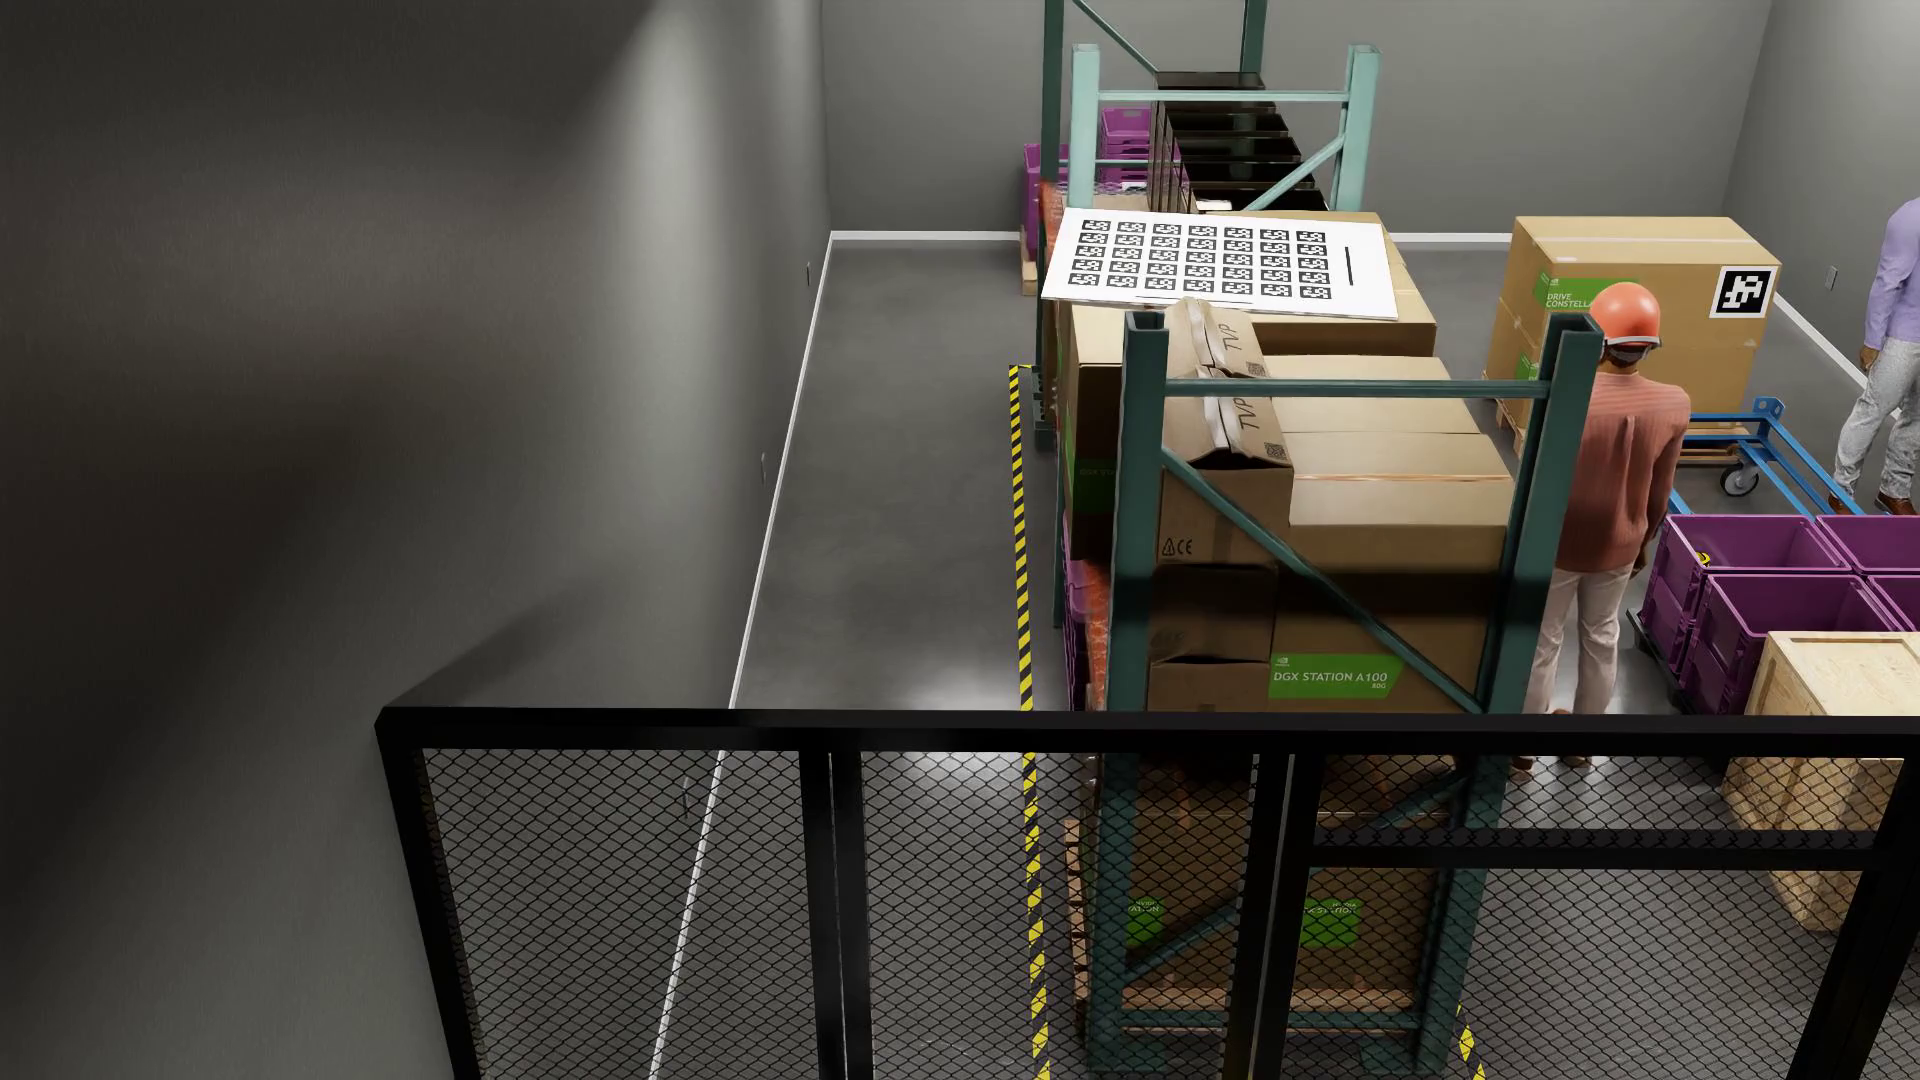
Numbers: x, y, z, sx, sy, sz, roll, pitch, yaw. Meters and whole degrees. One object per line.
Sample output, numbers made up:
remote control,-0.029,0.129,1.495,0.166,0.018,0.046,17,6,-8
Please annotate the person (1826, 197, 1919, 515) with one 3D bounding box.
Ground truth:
person,4.528,-0.945,7.785,0.630,1.940,0.372,-1,31,-2

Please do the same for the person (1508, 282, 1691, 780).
person,2.292,-0.003,6.166,0.614,1.993,0.395,-6,32,-10
